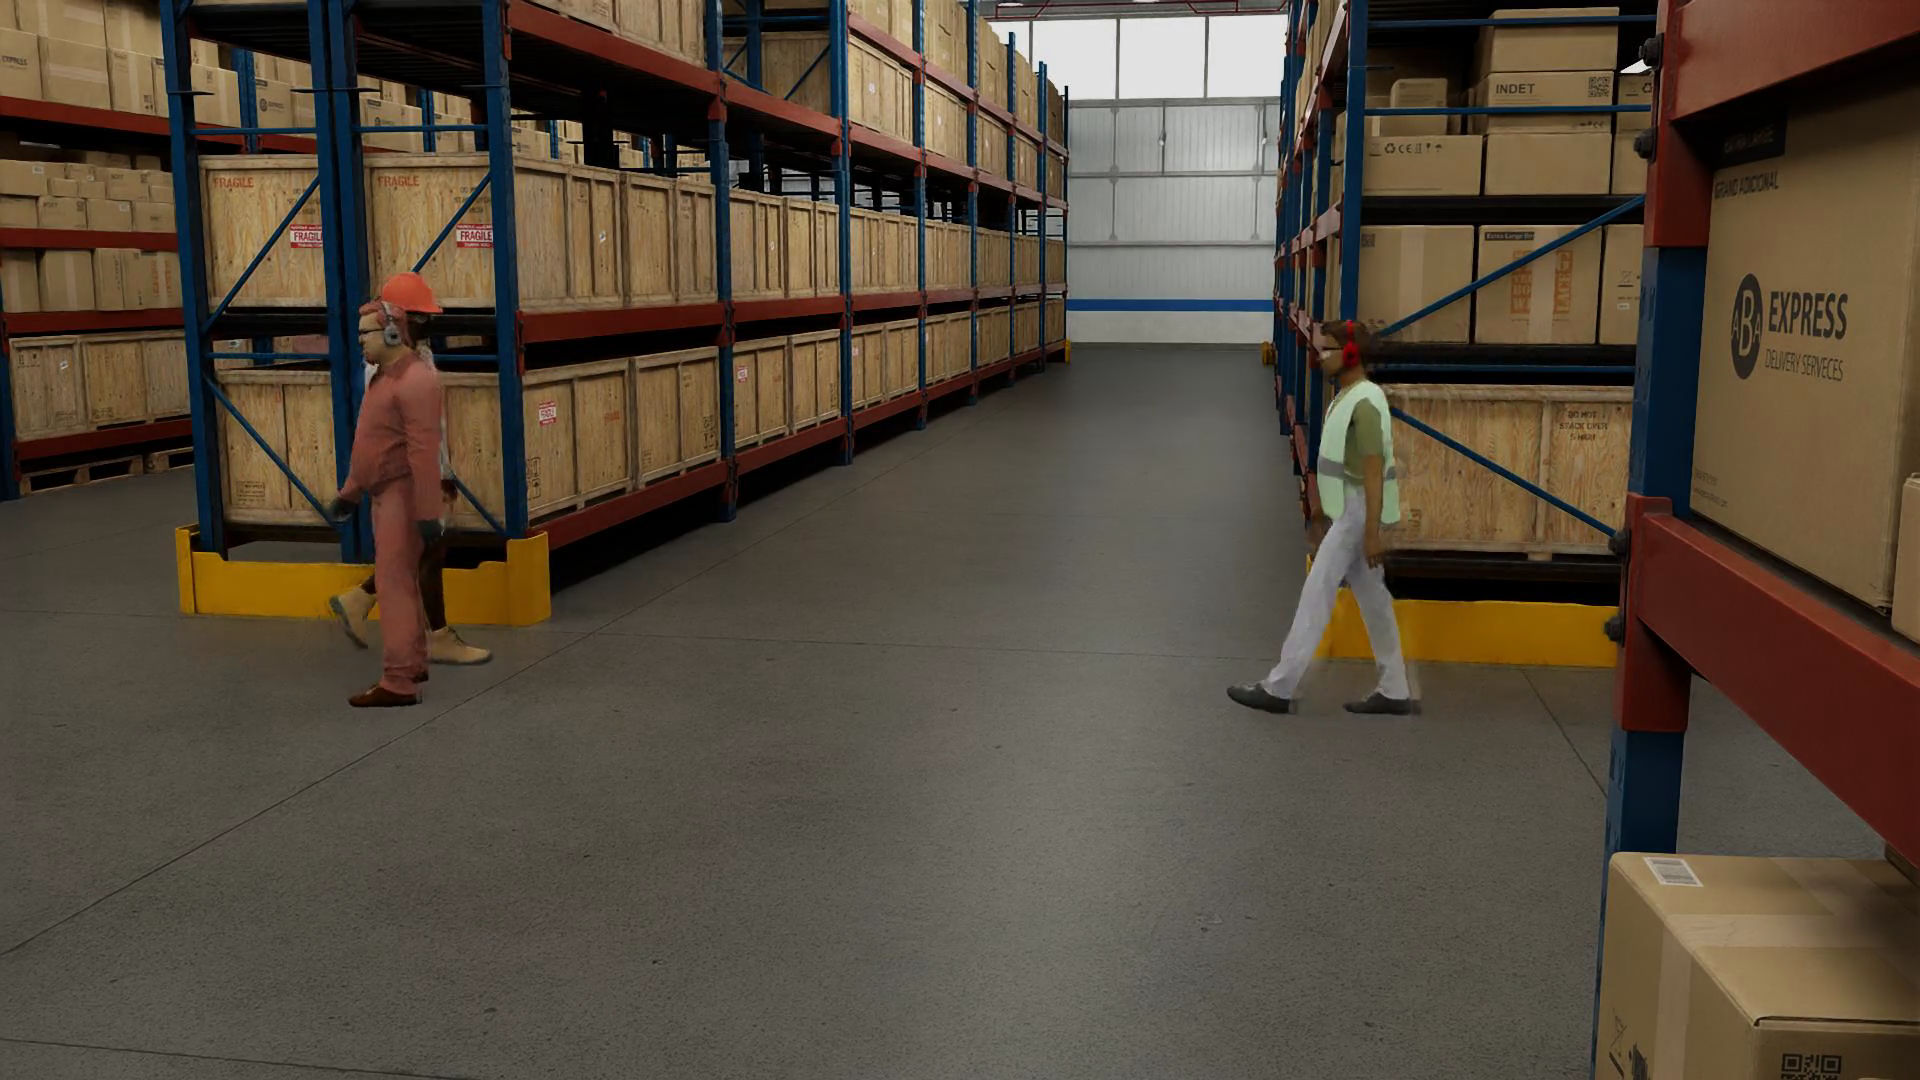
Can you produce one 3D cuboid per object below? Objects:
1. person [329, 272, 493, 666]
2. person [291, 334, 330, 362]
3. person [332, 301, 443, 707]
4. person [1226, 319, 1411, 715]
[{"bbox_3d":[-2.856,-0.351,8.511,0.818,2.024,0.617,0,9,1],"label":"person"},{"bbox_3d":[-5.456,-1.205,14.328,0.667,1.853,1.020,0,9,2],"label":"person"},{"bbox_3d":[-2.705,-0.180,7.888,0.481,1.886,0.650,-5,10,-28],"label":"person"},{"bbox_3d":[1.656,-0.091,7.565,0.920,1.800,0.581,1,9,9],"label":"person"}]
